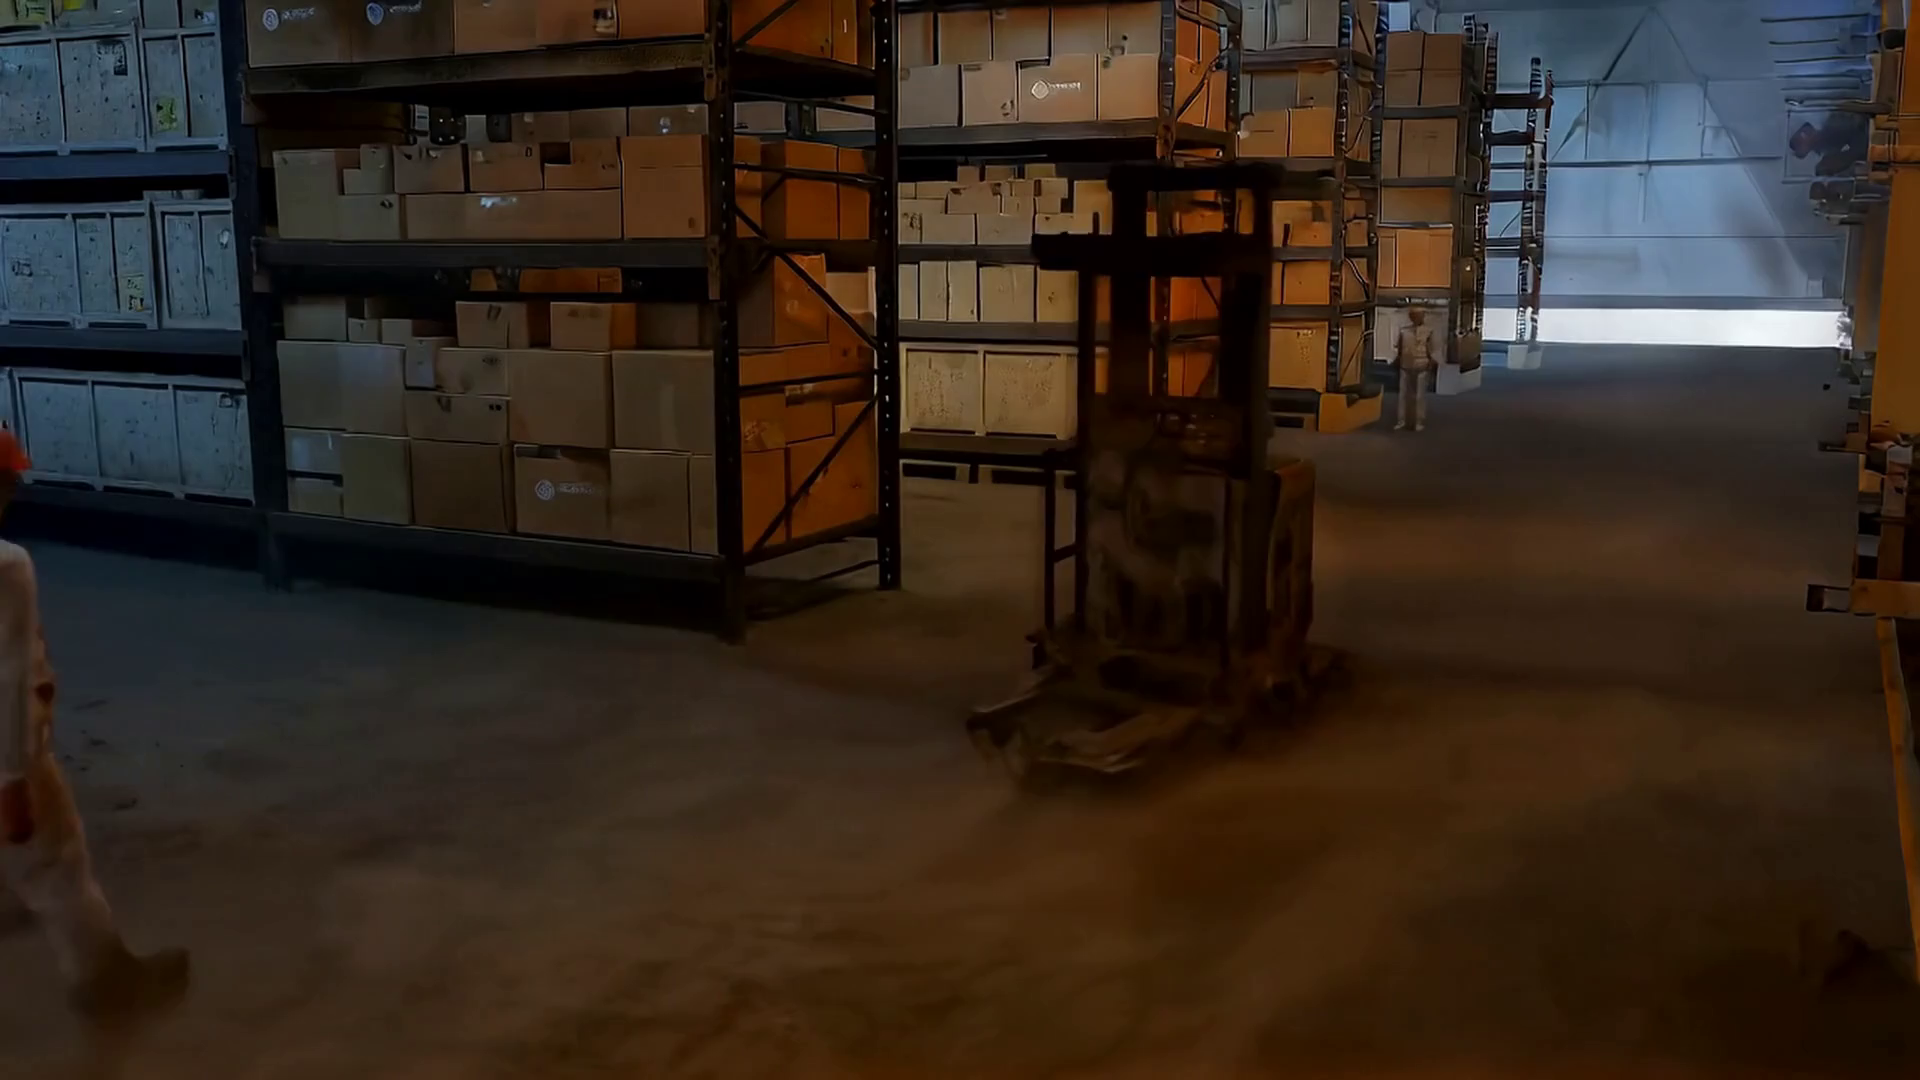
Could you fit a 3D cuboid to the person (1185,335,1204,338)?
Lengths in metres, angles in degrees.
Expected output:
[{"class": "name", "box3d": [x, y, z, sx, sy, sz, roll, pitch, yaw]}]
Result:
[{"class": "person", "box3d": [2.881, -2.196, 21.353, 0.811, 1.715, 0.564, 6, 11, 29]}]

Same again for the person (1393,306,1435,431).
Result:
[{"class": "person", "box3d": [5.968, -2.249, 21.856, 0.514, 1.639, 0.310, 8, 12, 38]}]

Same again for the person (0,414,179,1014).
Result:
[{"class": "person", "box3d": [-2.852, 0.575, 4.783, 0.624, 1.899, 1.004, 5, 11, 28]}]

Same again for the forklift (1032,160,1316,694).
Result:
[{"class": "forklift", "box3d": [1.317, -0.737, 9.513, 1.129, 2.768, 1.873, 5, 11, 27]}]

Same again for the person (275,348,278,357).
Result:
[{"class": "person", "box3d": [-7.735, -1.744, 18.486, 0.645, 1.794, 0.597, 4, 10, 20]}]
